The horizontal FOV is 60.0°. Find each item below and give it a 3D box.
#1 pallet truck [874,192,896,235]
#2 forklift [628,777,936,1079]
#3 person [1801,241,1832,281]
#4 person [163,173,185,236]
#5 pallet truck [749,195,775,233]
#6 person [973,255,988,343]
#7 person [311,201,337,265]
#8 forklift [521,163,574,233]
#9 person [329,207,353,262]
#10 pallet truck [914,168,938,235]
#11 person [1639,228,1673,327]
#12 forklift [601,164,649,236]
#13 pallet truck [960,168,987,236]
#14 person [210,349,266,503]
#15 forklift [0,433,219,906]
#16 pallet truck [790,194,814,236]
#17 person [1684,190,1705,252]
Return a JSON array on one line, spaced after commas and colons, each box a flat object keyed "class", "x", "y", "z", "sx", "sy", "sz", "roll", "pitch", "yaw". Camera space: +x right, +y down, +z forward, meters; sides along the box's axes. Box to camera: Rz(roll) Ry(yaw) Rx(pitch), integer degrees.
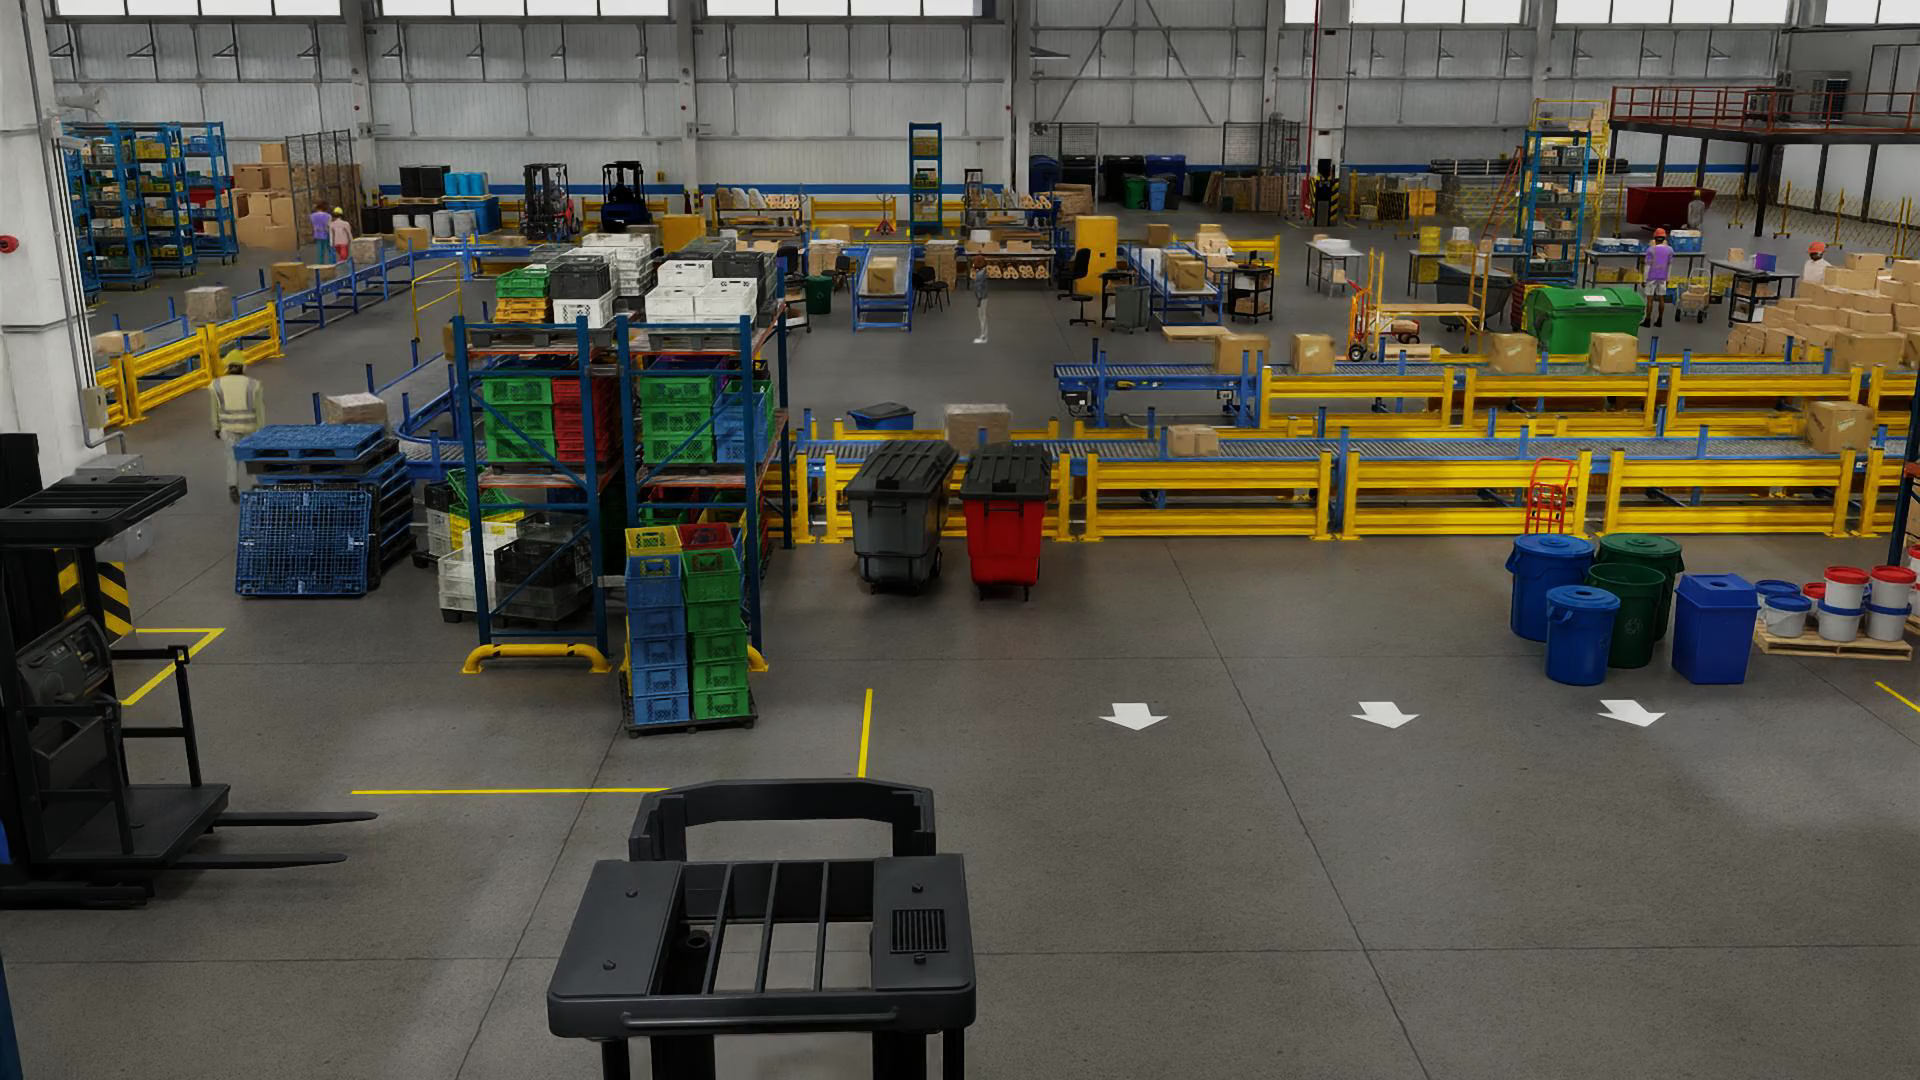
[{"class": "pallet truck", "x": -2.277, "y": -9.986, "z": 50.594, "sx": 0.653, "sy": 1.274, "sz": 1.630, "roll": 0, "pitch": 16, "yaw": -1}, {"class": "forklift", "x": -0.542, "y": 2.165, "z": 5.552, "sx": 1.129, "sy": 2.768, "sz": 1.873, "roll": -1, "pitch": 16, "yaw": -2}, {"class": "person", "x": 15.246, "y": -4.347, "z": 29.778, "sx": 0.391, "sy": 1.986, "sz": 0.608, "roll": -5, "pitch": 17, "yaw": -17}, {"class": "person", "x": -22.815, "y": -9.690, "z": 48.344, "sx": 0.614, "sy": 1.988, "sz": 0.396, "roll": 2, "pitch": 16, "yaw": 7}, {"class": "pallet truck", "x": -6.051, "y": -9.967, "z": 50.660, "sx": 0.680, "sy": 1.201, "sz": 1.601, "roll": 0, "pitch": 16, "yaw": -1}, {"class": "person", "x": 0.379, "y": -4.459, "z": 30.814, "sx": 0.283, "sy": 1.624, "sz": 0.494, "roll": 0, "pitch": 16, "yaw": -2}, {"class": "person", "x": -15.409, "y": -7.324, "z": 40.437, "sx": 0.574, "sy": 1.814, "sz": 0.787, "roll": 3, "pitch": 16, "yaw": 10}, {"class": "forklift", "x": -12.233, "y": -10.122, "z": 49.298, "sx": 1.157, "sy": 1.987, "sz": 2.680, "roll": 0, "pitch": 16, "yaw": -1}, {"class": "person", "x": -14.766, "y": -7.049, "z": 39.616, "sx": 0.523, "sy": 1.734, "sz": 0.814, "roll": 3, "pitch": 16, "yaw": 12}, {"class": "pallet truck", "x": -0.989, "y": -10.316, "z": 50.507, "sx": 0.823, "sy": 1.965, "sz": 1.885, "roll": 1, "pitch": 16, "yaw": 3}, {"class": "person", "x": 13.649, "y": -5.137, "z": 32.628, "sx": 0.542, "sy": 1.928, "sz": 0.374, "roll": -1, "pitch": 16, "yaw": -3}, {"class": "forklift", "x": -9.948, "y": -10.127, "z": 49.296, "sx": 1.157, "sy": 1.987, "sz": 2.680, "roll": -1, "pitch": 16, "yaw": -3}, {"class": "pallet truck", "x": 0.383, "y": -10.230, "z": 50.206, "sx": 0.823, "sy": 1.965, "sz": 1.885, "roll": -1, "pitch": 16, "yaw": -3}, {"class": "person", "x": -8.540, "y": -1.347, "z": 19.693, "sx": 0.615, "sy": 1.802, "sz": 0.855, "roll": -4, "pitch": 16, "yaw": -13}, {"class": "forklift", "x": -5.952, "y": 0.780, "z": 10.366, "sx": 1.873, "sy": 2.768, "sz": 1.129, "roll": 0, "pitch": 16, "yaw": -1}, {"class": "pallet truck", "x": -4.814, "y": -9.883, "z": 50.259, "sx": 0.704, "sy": 1.261, "sz": 1.522, "roll": -1, "pitch": 16, "yaw": -3}, {"class": "person", "x": 20.092, "y": -8.696, "z": 45.407, "sx": 0.496, "sy": 1.700, "sz": 0.884, "roll": -1, "pitch": 16, "yaw": -4}]
